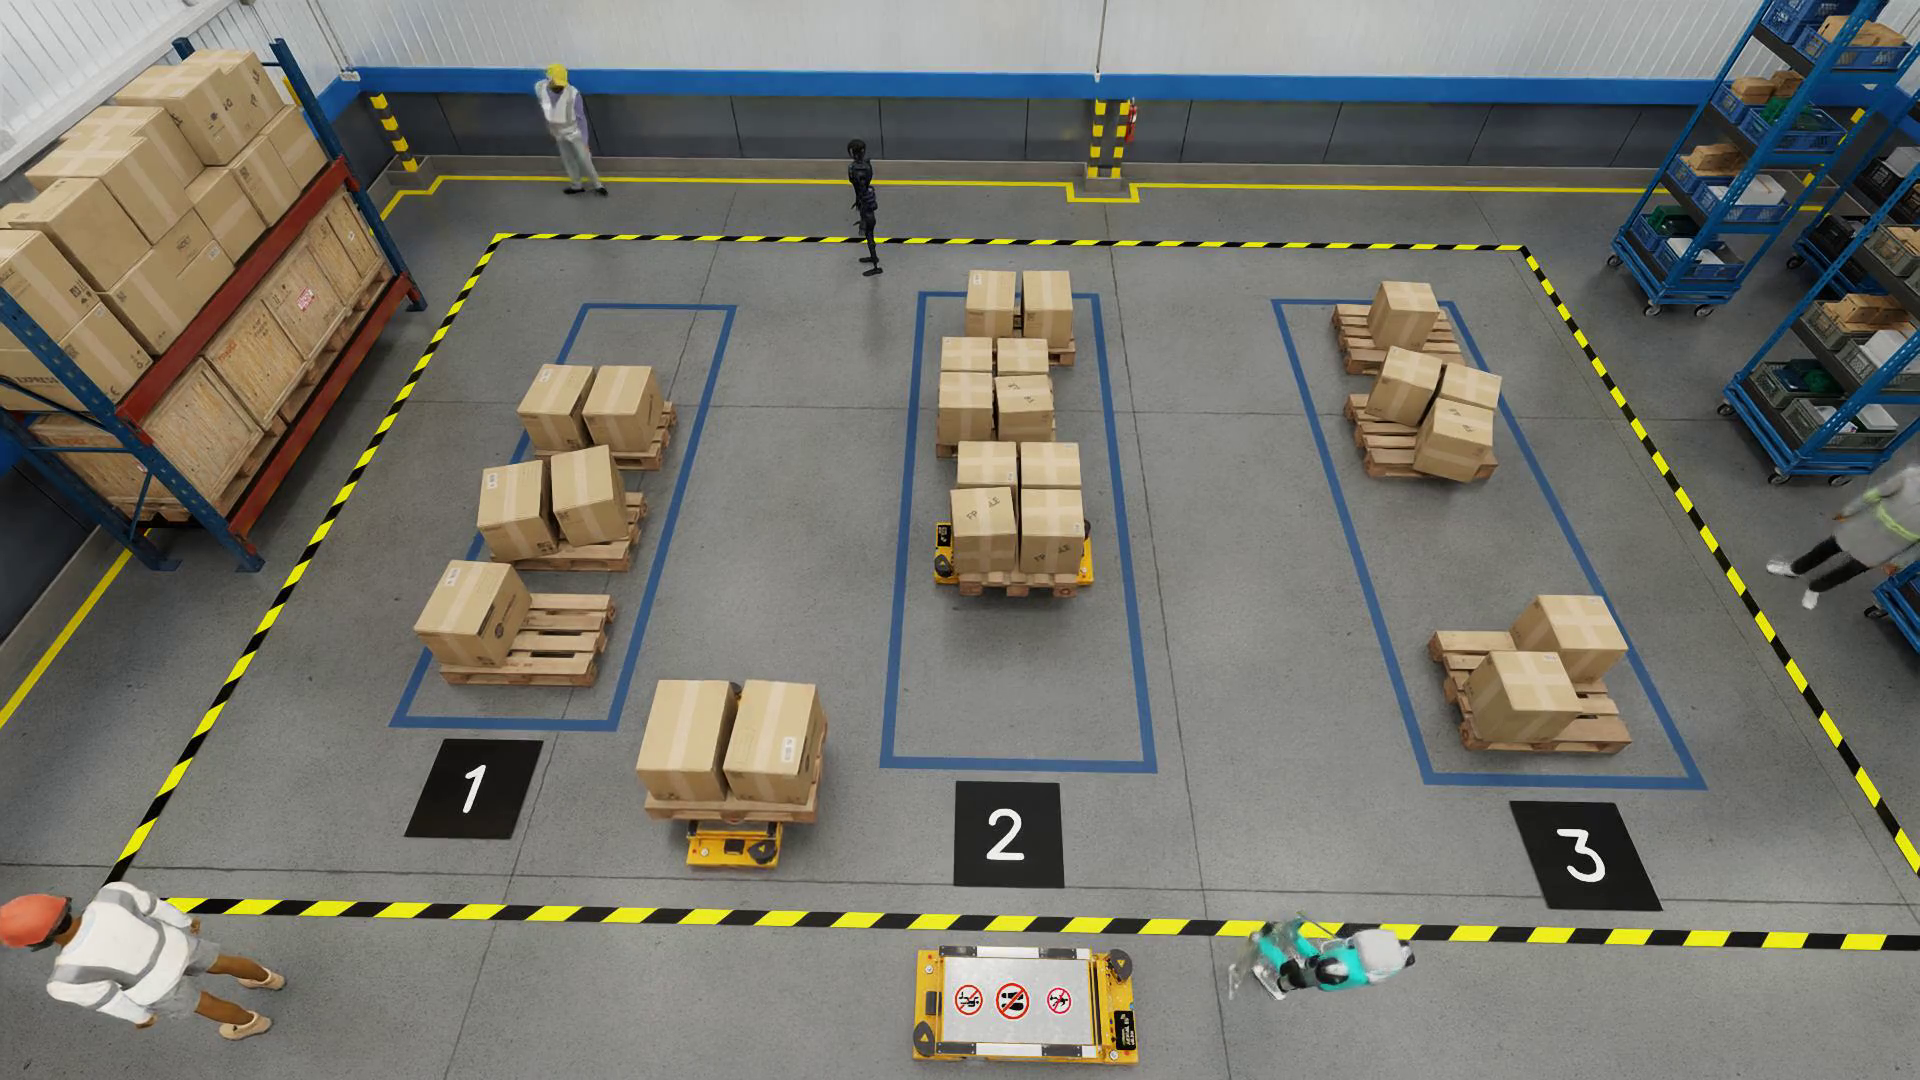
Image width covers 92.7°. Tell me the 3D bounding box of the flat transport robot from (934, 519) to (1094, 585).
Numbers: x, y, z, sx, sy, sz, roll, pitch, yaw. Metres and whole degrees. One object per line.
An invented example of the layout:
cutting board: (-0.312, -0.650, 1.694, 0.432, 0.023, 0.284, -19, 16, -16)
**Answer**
flat transport robot: (0.490, 0.087, 8.397, 1.431, 0.197, 0.652, 1, 51, 1)

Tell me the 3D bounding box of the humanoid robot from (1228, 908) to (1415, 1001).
humanoid robot: (2.080, 2.456, 5.544, 0.572, 1.768, 0.793, -10, 52, -8)

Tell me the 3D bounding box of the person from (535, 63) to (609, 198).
person: (-5.088, -5.235, 11.784, 0.702, 1.781, 0.407, 7, 51, 6)

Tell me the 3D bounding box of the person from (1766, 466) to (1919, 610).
person: (7.548, -0.039, 7.521, 0.379, 1.821, 0.655, -16, 53, -13)

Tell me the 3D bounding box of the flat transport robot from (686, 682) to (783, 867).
flat transport robot: (-1.638, 1.762, 7.032, 0.652, 0.197, 1.431, 1, 51, 1)

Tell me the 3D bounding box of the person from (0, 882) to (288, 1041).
person: (-4.693, 2.478, 5.323, 0.381, 2.039, 0.615, -2, 51, -2)

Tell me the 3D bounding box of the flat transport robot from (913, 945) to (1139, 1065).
flat transport robot: (0.422, 3.041, 6.007, 1.431, 0.231, 0.659, 1, 51, 1)

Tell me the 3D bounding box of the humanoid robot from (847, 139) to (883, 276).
humanoid robot: (-1.125, -3.891, 10.742, 0.315, 1.653, 0.599, -7, 51, -6)
